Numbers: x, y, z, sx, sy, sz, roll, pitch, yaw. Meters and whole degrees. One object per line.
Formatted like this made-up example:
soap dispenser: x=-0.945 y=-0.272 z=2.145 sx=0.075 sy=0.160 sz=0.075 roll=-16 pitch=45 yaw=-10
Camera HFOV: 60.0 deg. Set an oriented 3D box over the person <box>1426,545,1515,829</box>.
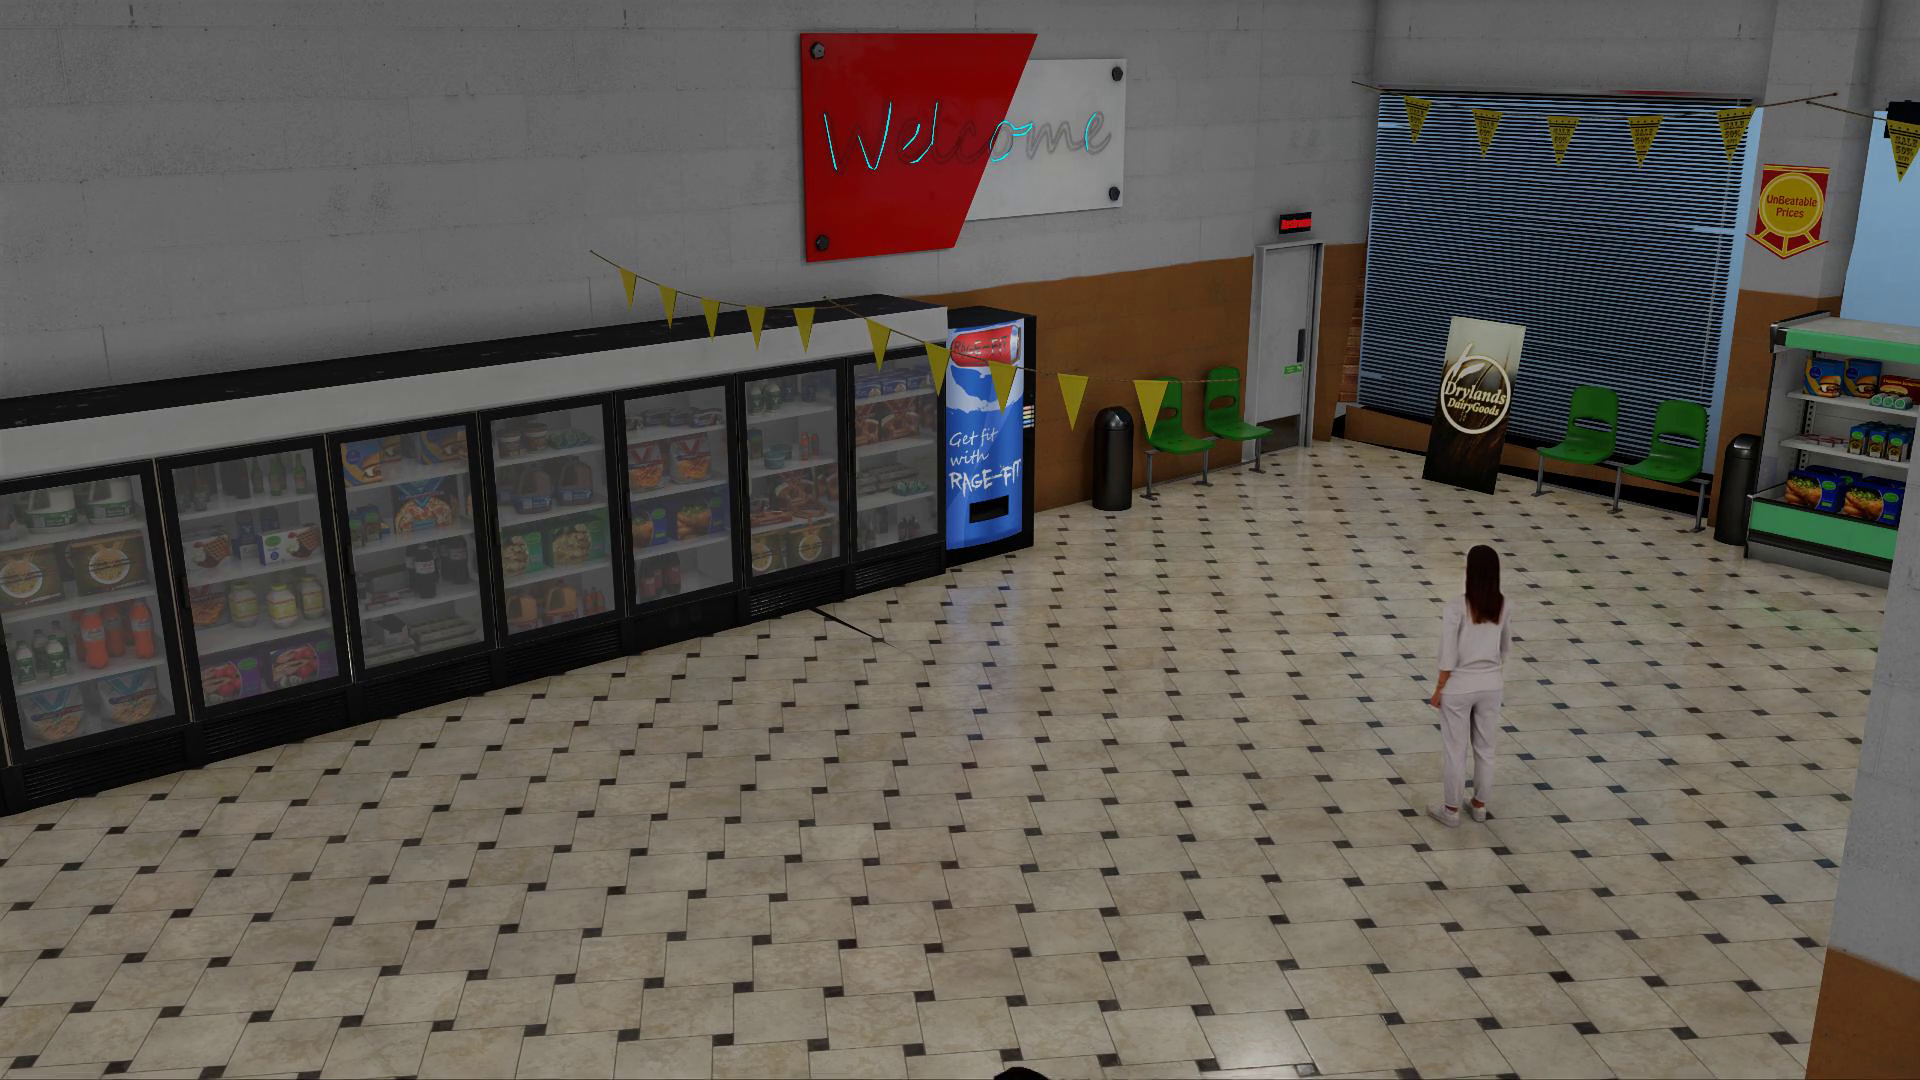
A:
person: x=2.943 y=0.834 z=9.560 sx=0.676 sy=1.688 sz=0.673 roll=-5 pitch=17 yaw=-15
